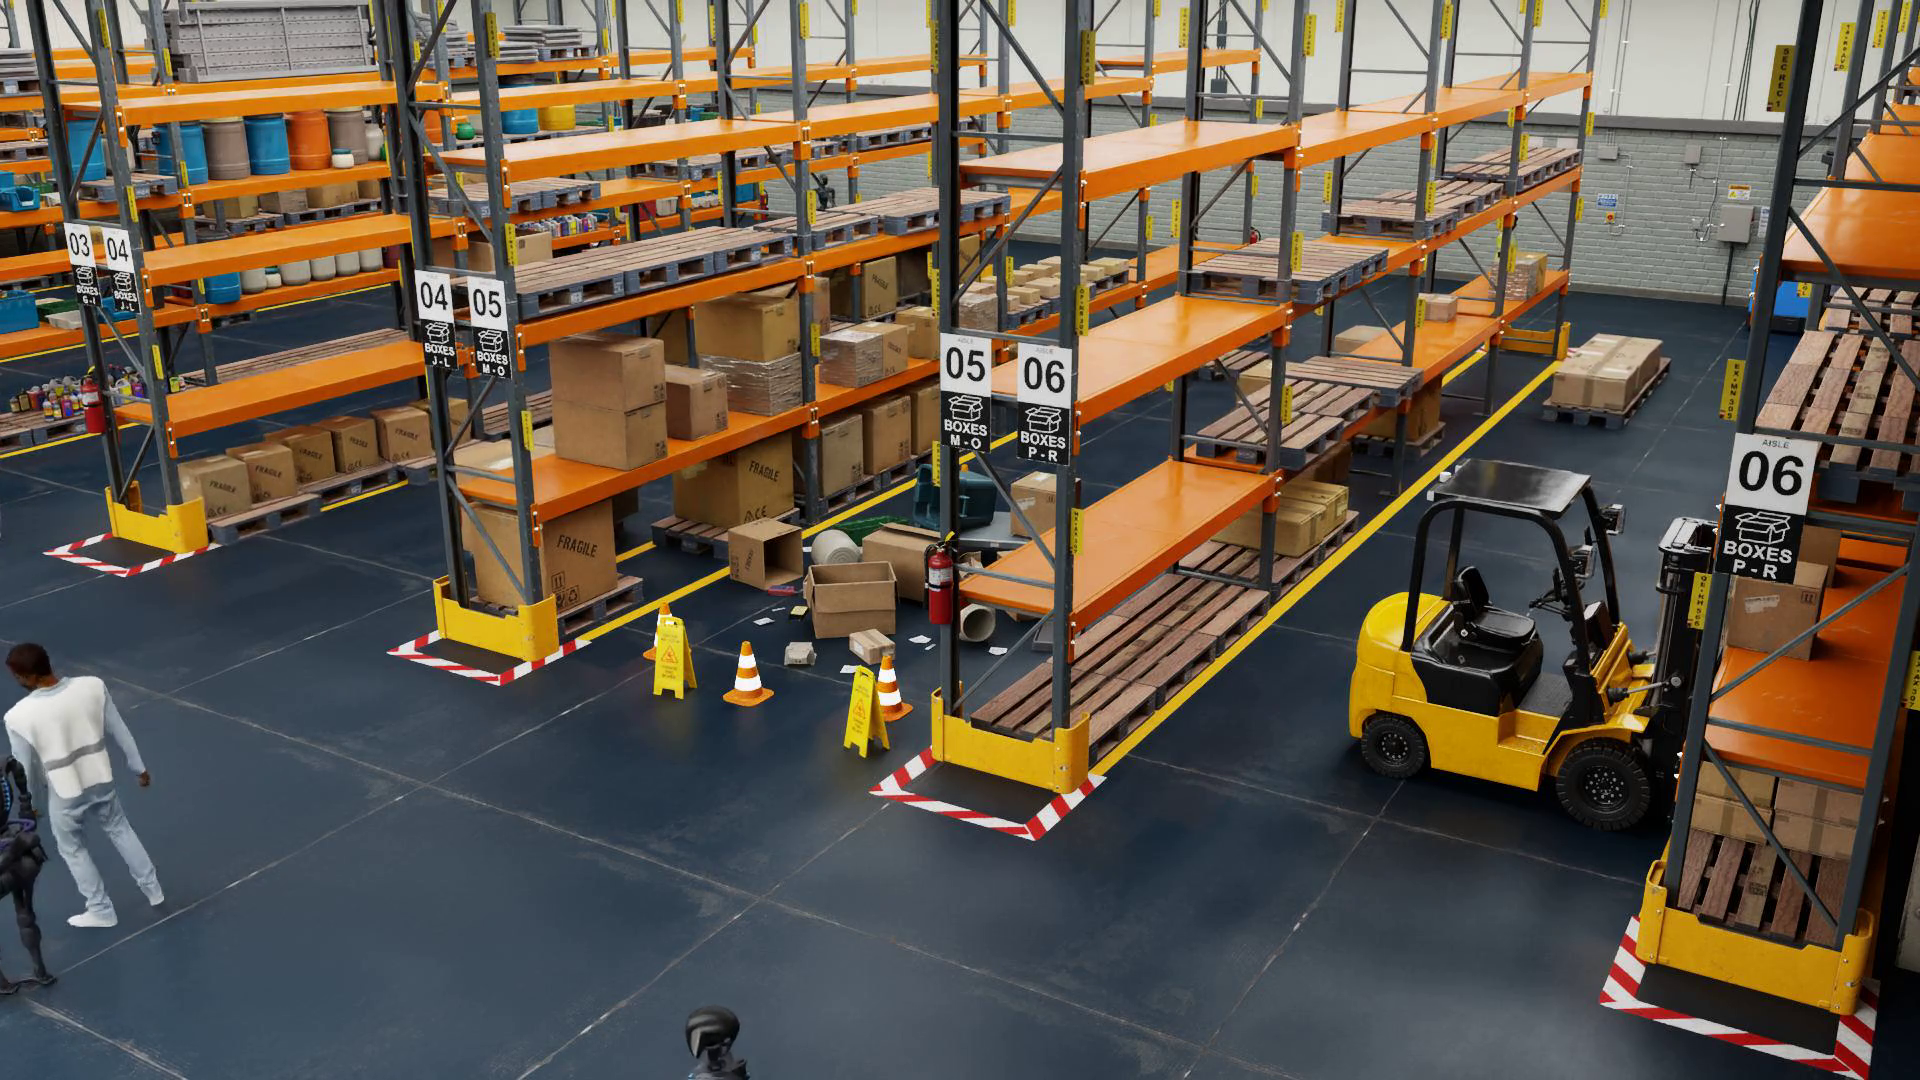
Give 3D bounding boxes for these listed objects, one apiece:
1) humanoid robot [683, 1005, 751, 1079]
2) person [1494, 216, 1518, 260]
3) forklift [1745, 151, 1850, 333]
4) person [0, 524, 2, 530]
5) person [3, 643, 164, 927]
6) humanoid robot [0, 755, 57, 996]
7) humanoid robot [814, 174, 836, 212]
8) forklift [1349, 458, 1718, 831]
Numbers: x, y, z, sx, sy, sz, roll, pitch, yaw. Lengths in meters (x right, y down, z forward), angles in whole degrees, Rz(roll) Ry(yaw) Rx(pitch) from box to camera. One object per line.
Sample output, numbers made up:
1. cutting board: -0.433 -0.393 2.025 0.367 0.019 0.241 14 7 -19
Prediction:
1. humanoid robot: -1.020 2.653 6.800 0.374 1.656 0.592 -2 19 -5
2. person: 9.039 -4.558 27.612 0.320 1.692 0.531 15 24 37
3. forklift: 13.620 -4.667 26.137 1.873 2.768 1.129 11 22 29
4. person: -9.956 -0.818 16.760 0.530 1.710 0.719 -6 20 -16
5. person: -5.249 1.467 9.940 0.391 1.873 0.707 12 23 32
6. humanoid robot: -5.365 1.781 9.298 0.325 1.649 0.612 4 20 12
7. humanoid robot: -2.760 -6.490 33.228 0.612 1.639 0.510 -13 23 -34
8. forklift: 3.988 0.658 11.776 2.313 2.155 1.214 11 22 29
